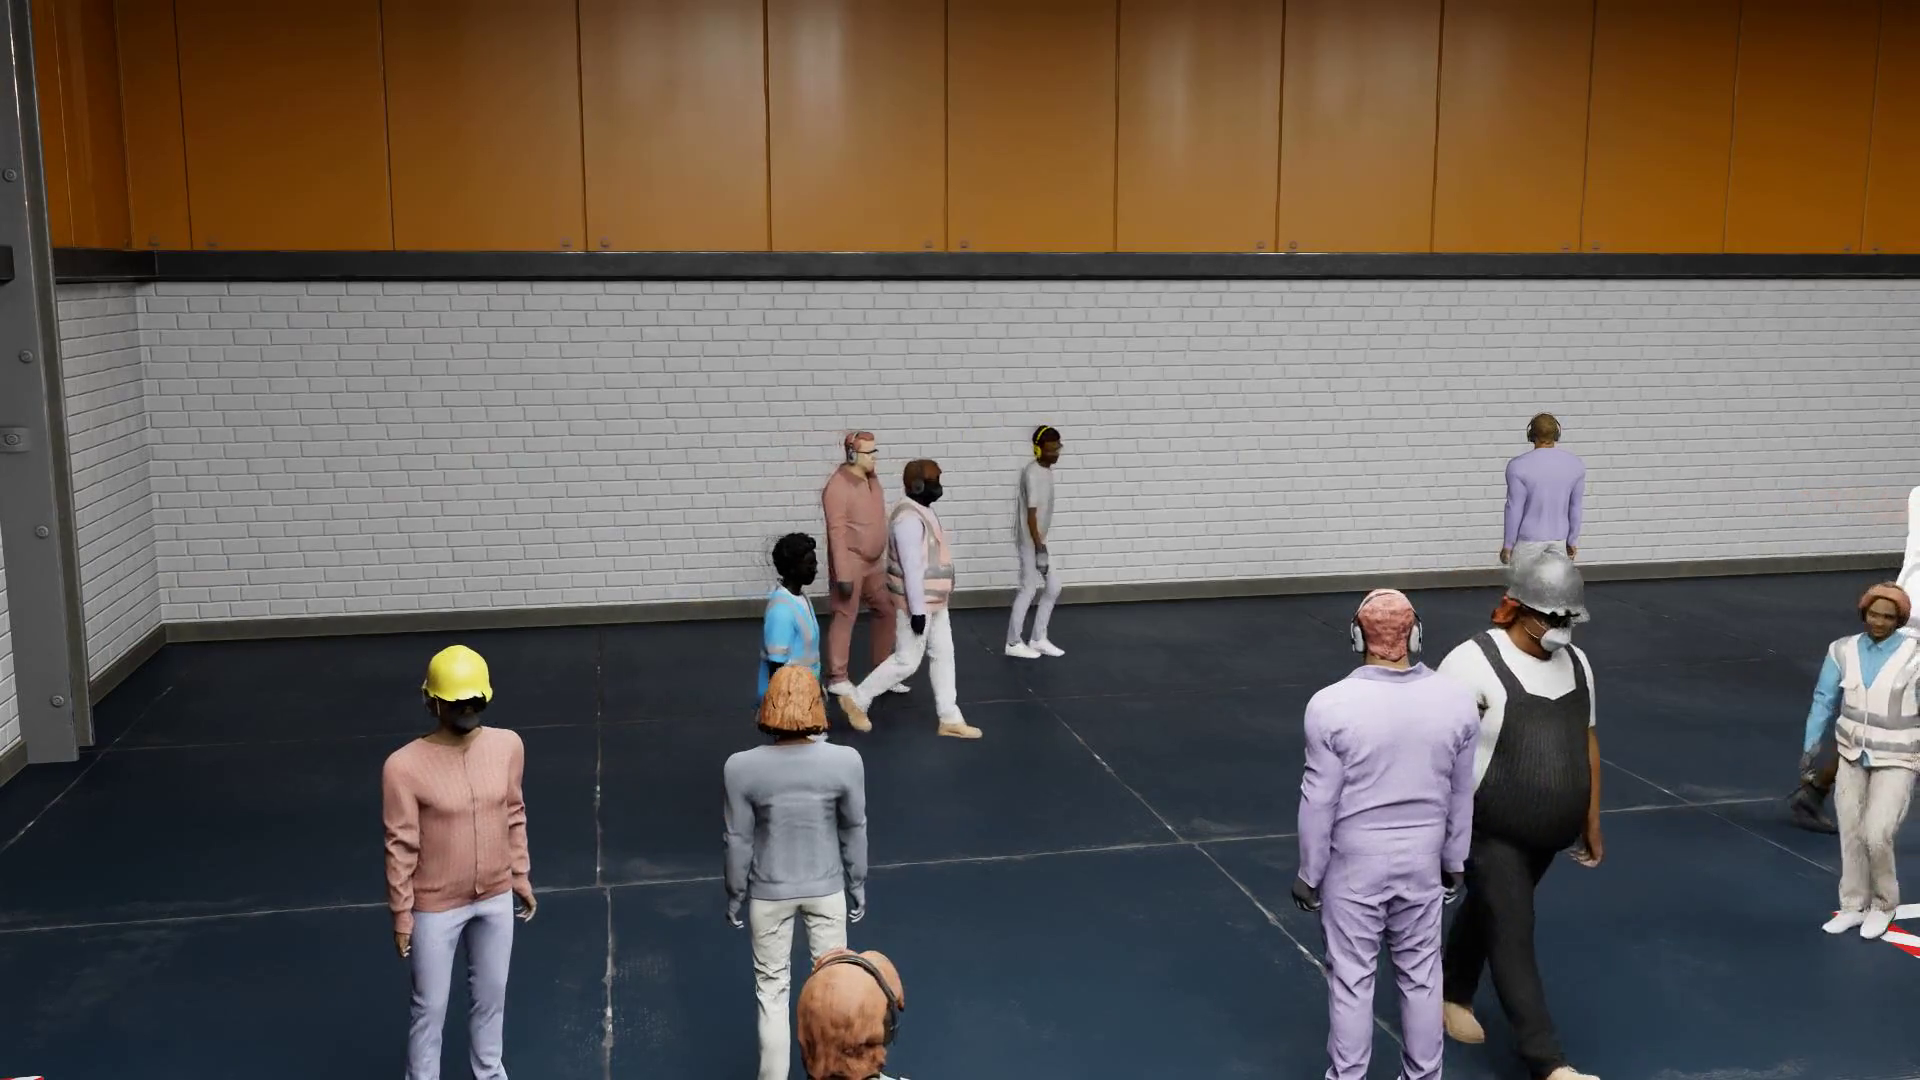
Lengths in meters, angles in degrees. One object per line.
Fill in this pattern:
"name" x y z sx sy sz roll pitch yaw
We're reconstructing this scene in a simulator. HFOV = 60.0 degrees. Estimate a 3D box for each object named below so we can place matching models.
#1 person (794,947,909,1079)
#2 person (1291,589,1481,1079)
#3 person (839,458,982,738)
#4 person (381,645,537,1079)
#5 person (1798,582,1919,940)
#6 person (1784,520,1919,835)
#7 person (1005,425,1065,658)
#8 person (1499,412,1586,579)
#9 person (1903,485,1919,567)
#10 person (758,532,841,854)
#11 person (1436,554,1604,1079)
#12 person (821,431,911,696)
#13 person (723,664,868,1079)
"person" -0.214 1.640 3.408 0.523 1.636 0.310 -2 10 -12
"person" 1.460 1.113 5.810 0.652 1.904 0.403 -2 10 -12
"person" -0.316 0.381 10.563 0.846 1.820 0.627 2 10 12
"person" -1.668 1.215 5.614 0.330 1.765 0.533 9 13 43
"person" 4.035 0.987 7.369 0.401 1.627 0.527 -5 10 -26
"person" 4.834 0.672 8.558 0.983 1.892 0.558 5 11 28
"person" 0.559 0.027 12.669 0.544 1.820 0.556 4 10 22
"person" 4.325 0.016 12.393 0.635 1.936 0.350 -2 10 -12
"person" 6.569 0.245 11.161 0.585 1.881 0.337 -2 10 -12
"person" -0.784 0.792 8.464 0.567 1.678 0.538 0 9 0
"person" 2.097 0.993 6.124 0.694 2.000 1.051 -5 10 -26
"person" -0.633 0.185 11.510 0.706 1.880 0.684 5 10 26
"person" -0.574 1.244 5.834 0.507 1.631 0.266 -2 10 -12
